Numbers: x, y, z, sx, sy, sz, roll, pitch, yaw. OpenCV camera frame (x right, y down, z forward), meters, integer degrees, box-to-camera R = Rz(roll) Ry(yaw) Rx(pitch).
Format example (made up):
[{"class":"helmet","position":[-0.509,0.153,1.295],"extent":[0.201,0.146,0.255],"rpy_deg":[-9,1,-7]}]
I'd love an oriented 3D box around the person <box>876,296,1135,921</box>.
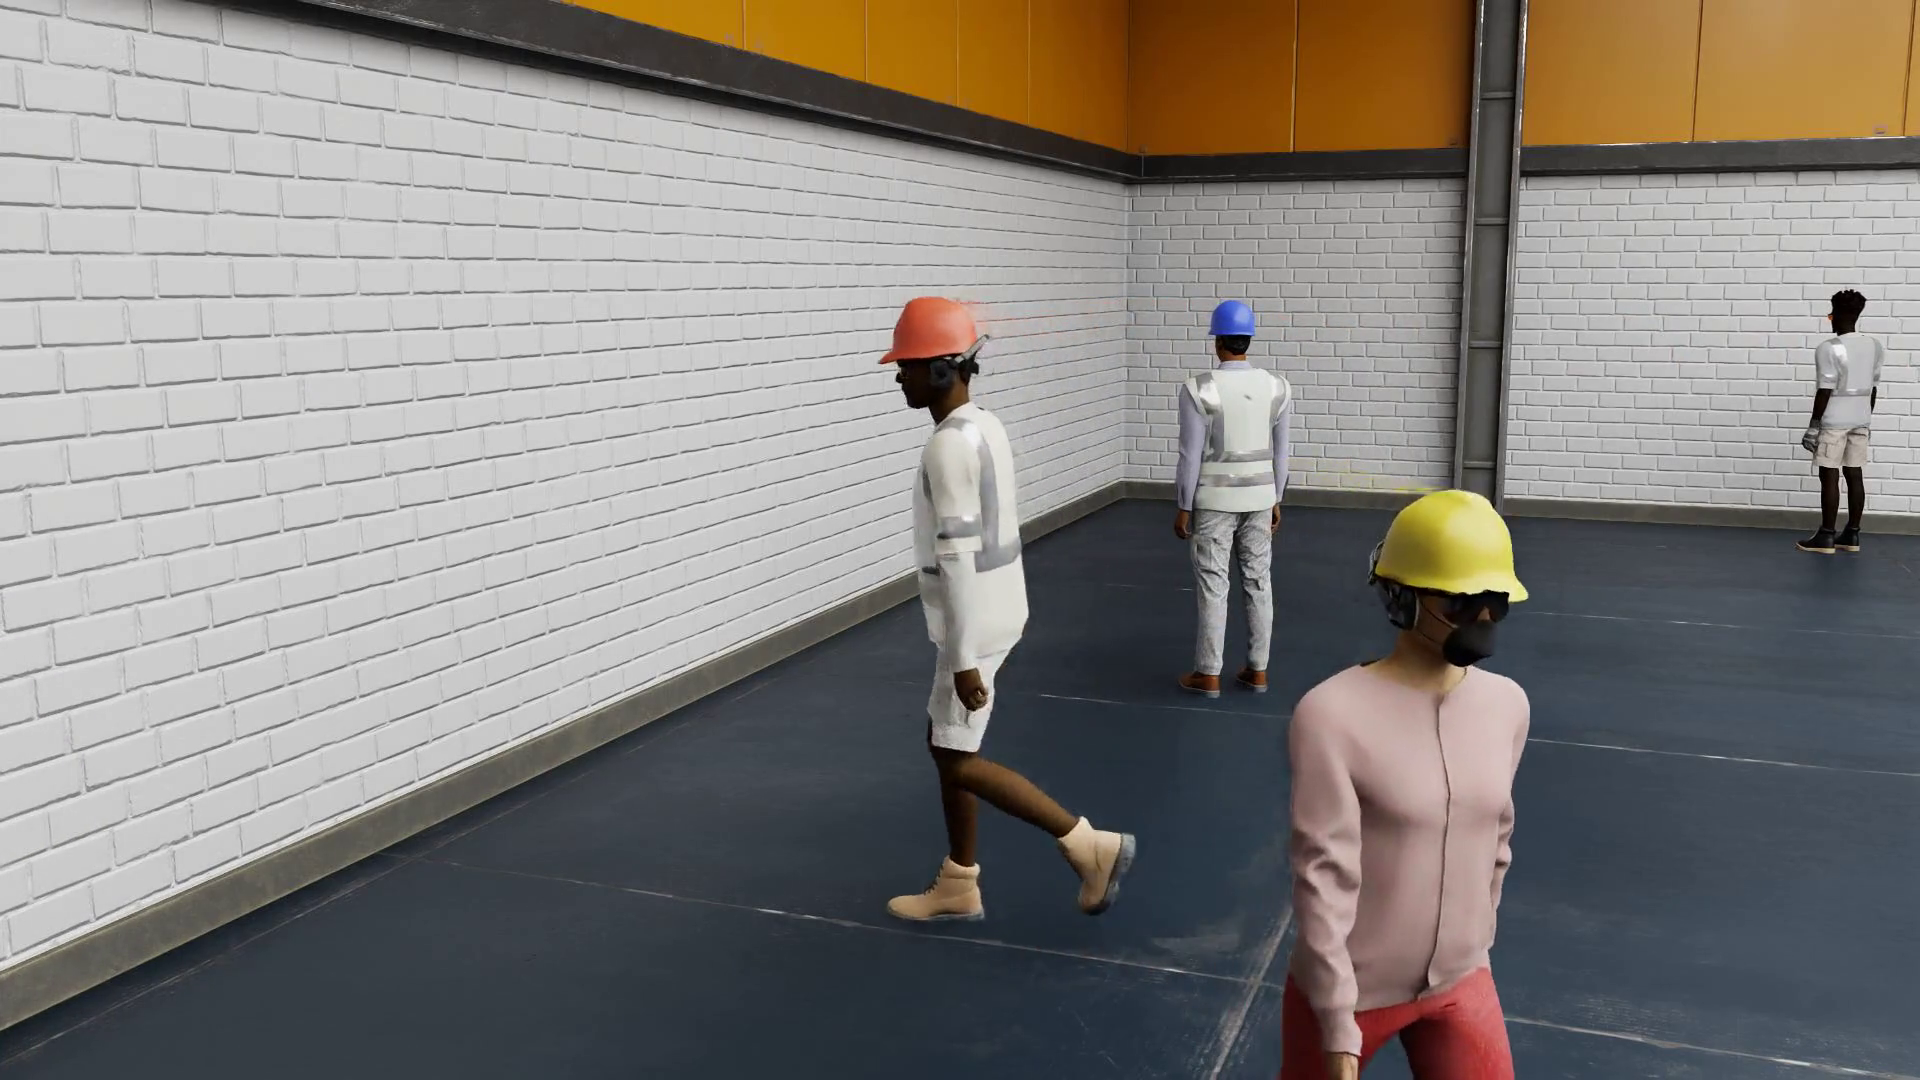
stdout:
[{"class":"person","position":[0.125,0.266,5.105],"extent":[0.759,2.022,0.607],"rpy_deg":[2,9,12]}]

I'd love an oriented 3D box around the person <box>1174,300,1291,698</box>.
[{"class":"person","position":[1.330,-0.195,8.172],"extent":[0.605,1.948,0.386],"rpy_deg":[-3,10,-20]}]

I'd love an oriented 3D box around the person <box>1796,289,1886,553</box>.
[{"class":"person","position":[6.566,-0.879,12.410],"extent":[0.602,1.967,0.366],"rpy_deg":[-3,10,-20]}]

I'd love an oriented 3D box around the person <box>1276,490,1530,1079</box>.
[{"class":"person","position":[0.763,0.758,2.928],"extent":[0.526,1.720,0.925],"rpy_deg":[-3,10,-20]}]
